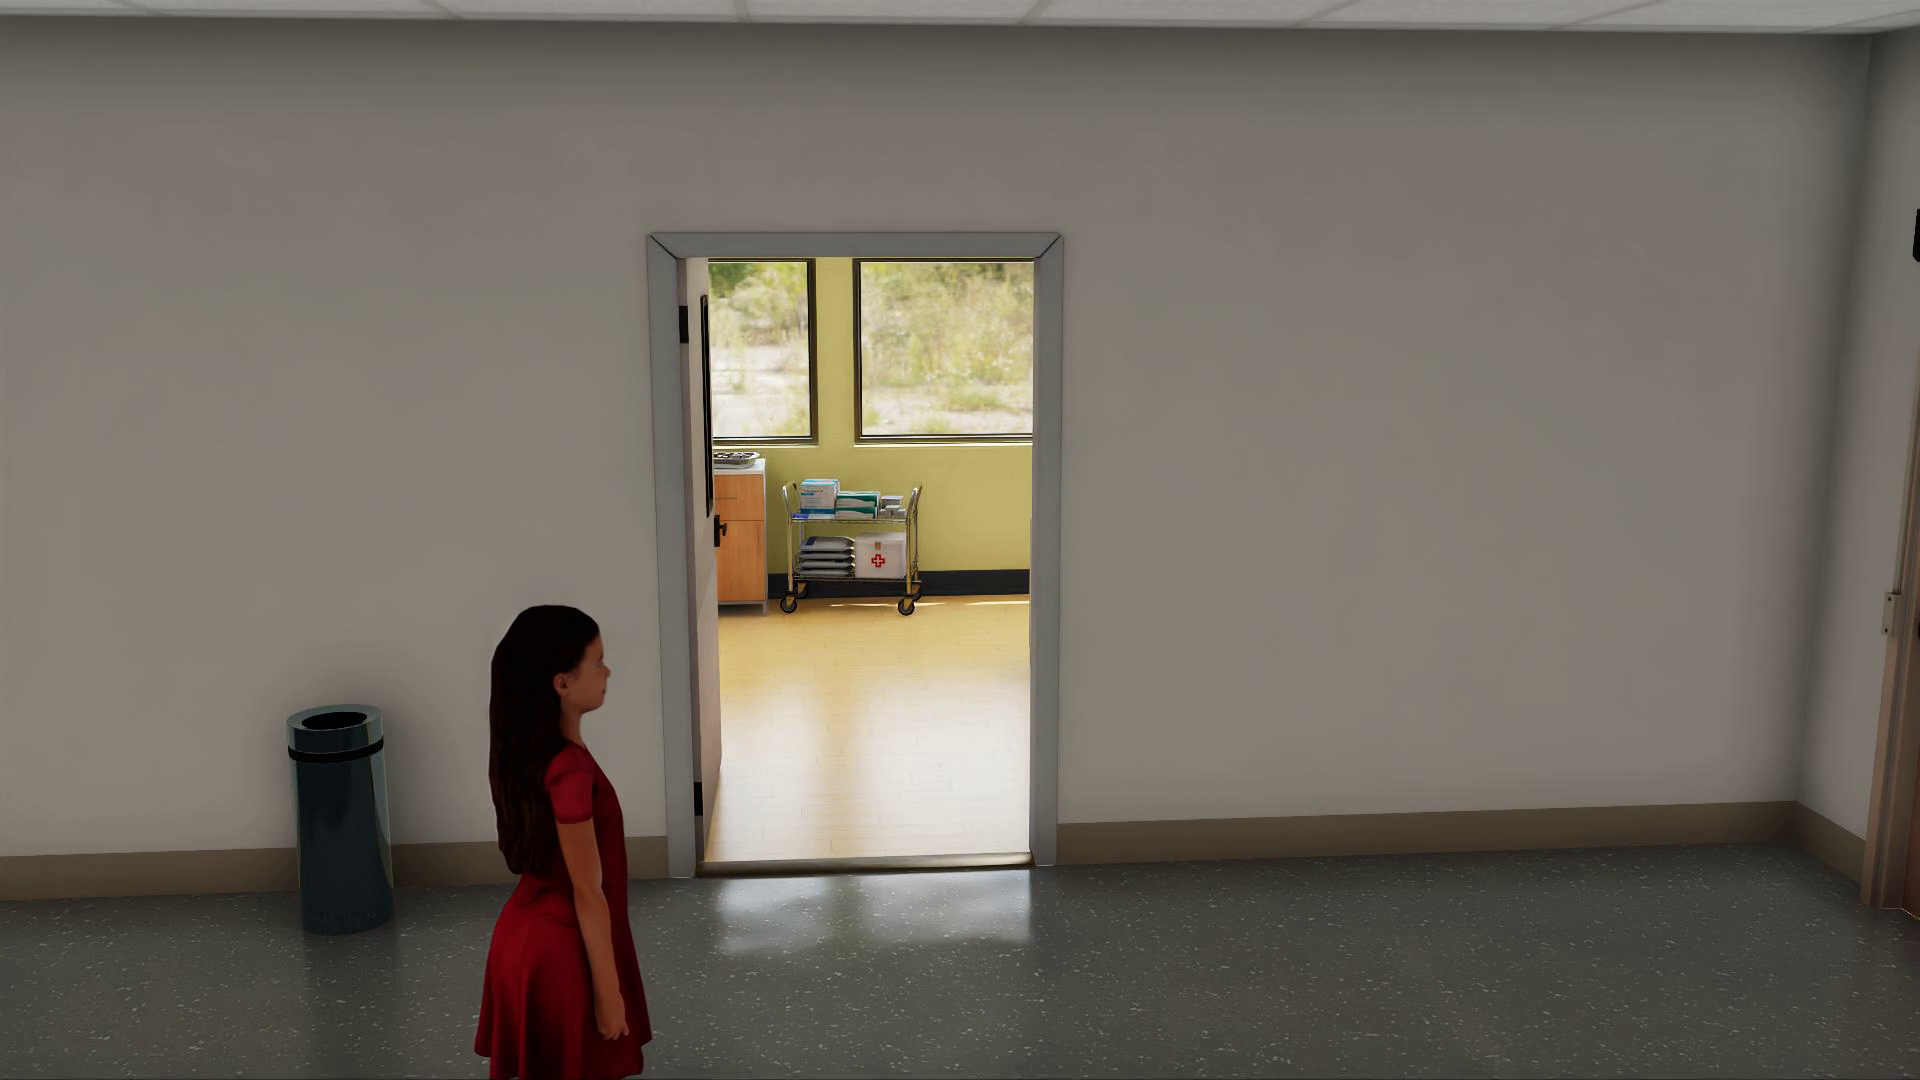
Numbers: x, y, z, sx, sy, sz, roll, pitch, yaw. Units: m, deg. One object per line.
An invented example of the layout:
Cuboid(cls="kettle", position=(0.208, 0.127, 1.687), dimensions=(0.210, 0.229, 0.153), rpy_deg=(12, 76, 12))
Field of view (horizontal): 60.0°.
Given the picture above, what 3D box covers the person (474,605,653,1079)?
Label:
Cuboid(cls="person", position=(-0.863, 0.897, 3.606), dimensions=(0.722, 1.554, 0.663), rpy_deg=(-7, 13, -33))
